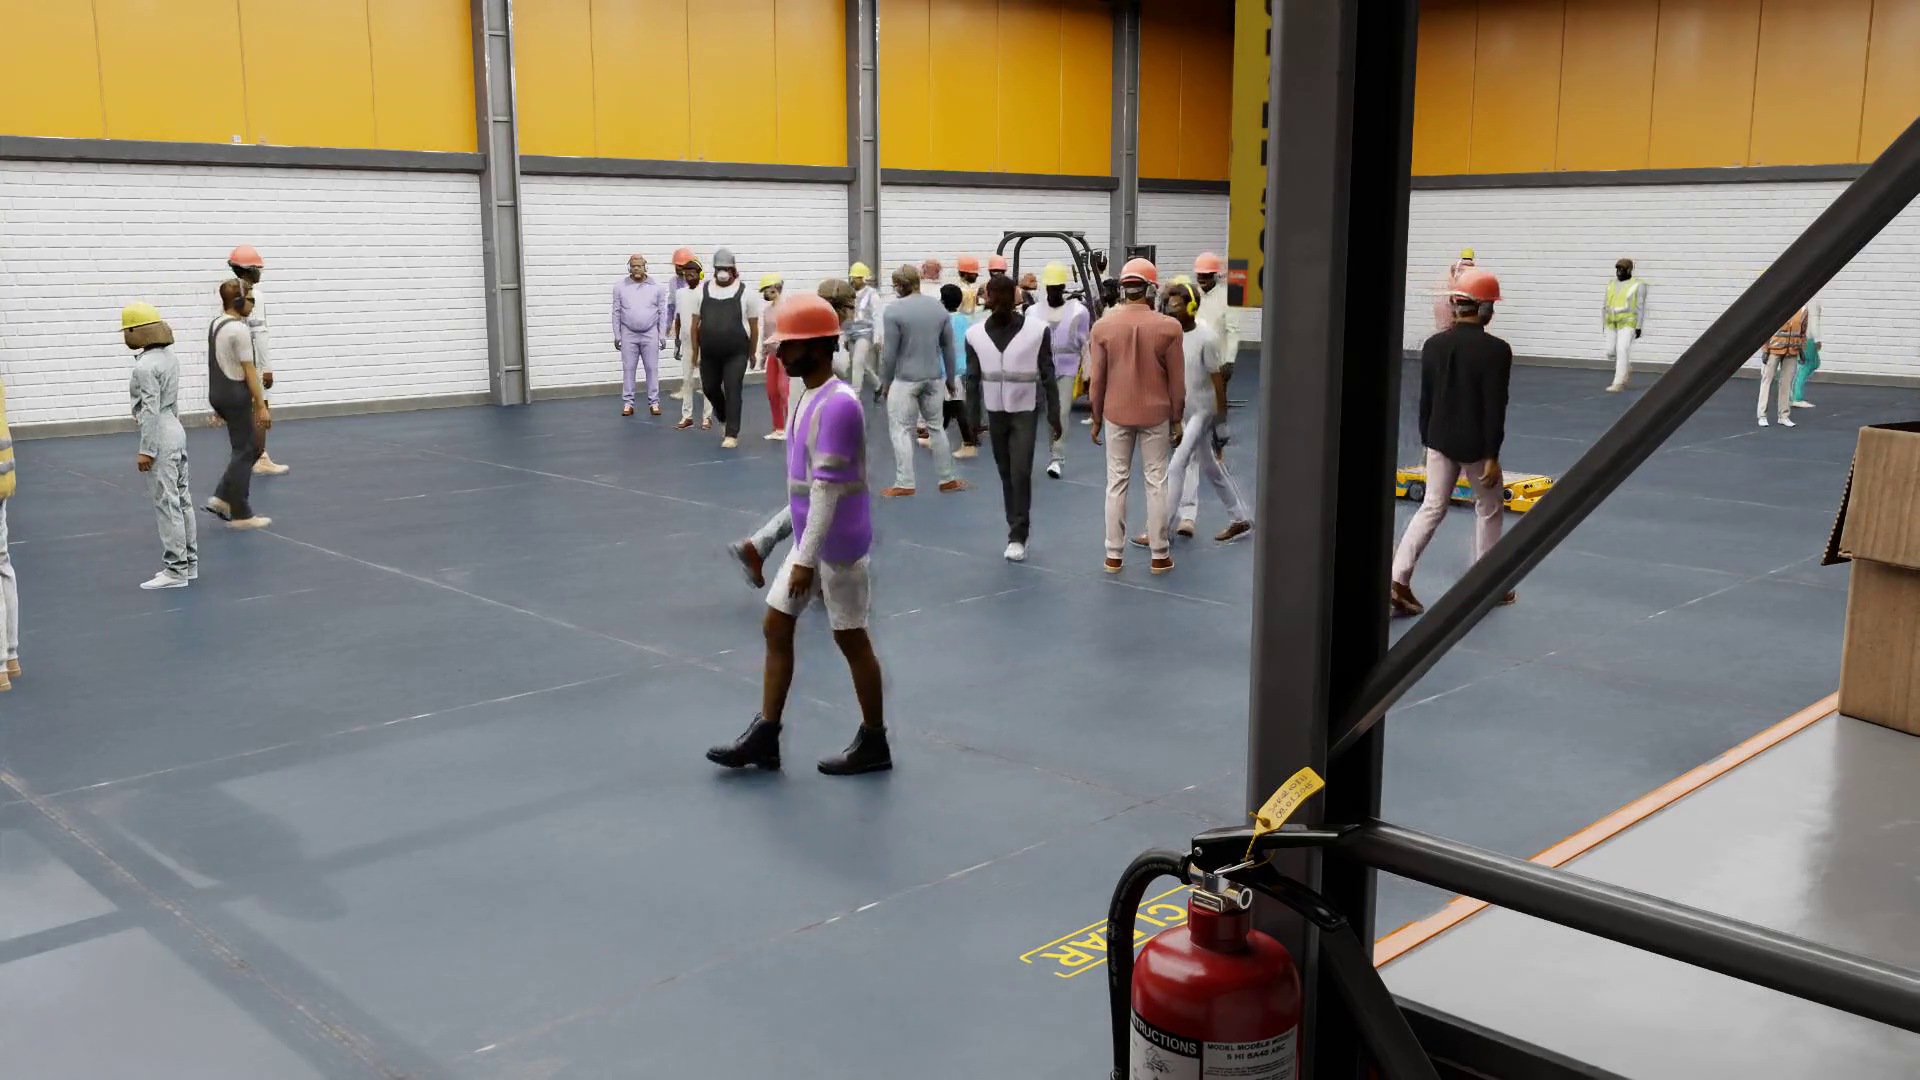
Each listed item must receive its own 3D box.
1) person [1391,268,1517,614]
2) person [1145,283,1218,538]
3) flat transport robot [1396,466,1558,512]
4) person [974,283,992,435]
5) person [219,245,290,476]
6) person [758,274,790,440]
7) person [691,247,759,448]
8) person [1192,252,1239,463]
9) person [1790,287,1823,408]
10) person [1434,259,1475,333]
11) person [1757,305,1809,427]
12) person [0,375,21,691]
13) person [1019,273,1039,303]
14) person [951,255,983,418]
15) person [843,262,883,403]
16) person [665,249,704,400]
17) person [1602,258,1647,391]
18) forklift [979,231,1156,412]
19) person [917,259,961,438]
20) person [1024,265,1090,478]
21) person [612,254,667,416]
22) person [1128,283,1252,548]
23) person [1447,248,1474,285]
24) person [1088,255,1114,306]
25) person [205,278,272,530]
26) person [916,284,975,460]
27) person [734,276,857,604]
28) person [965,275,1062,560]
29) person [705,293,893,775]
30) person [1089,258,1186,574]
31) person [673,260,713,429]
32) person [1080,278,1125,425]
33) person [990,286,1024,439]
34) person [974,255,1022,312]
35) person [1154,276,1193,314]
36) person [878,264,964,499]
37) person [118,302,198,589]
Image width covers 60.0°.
[{"bbox_3d":[2.784,-0.545,9.357,0.995,1.958,0.625,-7,13,-34],"label":"person"},{"bbox_3d":[1.499,-0.918,11.860,0.650,1.798,0.792,3,11,14],"label":"person"},{"bbox_3d":[4.113,-0.433,13.337,0.652,0.197,1.431,-10,14,-44],"label":"flat transport robot"},{"bbox_3d":[0.303,-1.945,17.898,0.279,1.627,0.522,-8,13,-36],"label":"person"},{"bbox_3d":[-6.310,-1.594,14.830,0.636,2.041,0.393,8,13,36],"label":"person"},{"bbox_3d":[-1.903,-1.914,17.423,0.366,1.721,0.558,-9,13,-39],"label":"person"},{"bbox_3d":[-2.392,-1.988,16.983,0.690,2.000,0.825,1,10,6],"label":"person"},{"bbox_3d":[2.291,-1.663,15.412,0.618,1.971,0.603,6,12,31],"label":"person"},{"bbox_3d":[10.516,-2.500,20.564,0.363,1.755,0.530,4,11,19],"label":"person"},{"bbox_3d":[4.693,-1.677,15.655,0.403,1.906,0.651,8,13,37],"label":"person"},{"bbox_3d":[9.203,-2.084,18.600,0.514,1.642,0.314,0,10,0],"label":"person"},{"bbox_3d":[-4.654,-0.194,7.763,0.430,1.838,0.624,-3,11,-15],"label":"person"},{"bbox_3d":[0.989,-3.058,24.046,0.847,1.582,0.515,-8,13,-39],"label":"person"},{"bbox_3d":[0.021,-2.352,19.378,0.634,1.899,0.624,-6,12,-29],"label":"person"},{"bbox_3d":[-1.201,-2.562,20.766,0.809,1.808,0.599,-10,15,-44],"label":"person"},{"bbox_3d":[-3.498,-2.842,21.908,0.979,1.972,0.646,-10,14,-43],"label":"person"},{"bbox_3d":[9.146,-2.963,22.905,0.643,1.827,0.638,-7,13,-35],"label":"person"},{"bbox_3d":[1.222,-2.721,20.561,2.313,2.155,1.214,2,11,13],"label":"forklift"},{"bbox_3d":[-0.364,-2.011,17.541,0.683,1.881,0.640,-7,13,-35],"label":"person"},{"bbox_3d":[0.838,-1.505,14.820,0.610,1.866,1.004,3,11,16],"label":"person"},{"bbox_3d":[-3.801,-2.427,19.744,0.641,1.908,0.407,-2,11,-10],"label":"person"},{"bbox_3d":[1.642,-0.857,11.462,0.967,1.812,0.505,-4,11,-19],"label":"person"},{"bbox_3d":[8.053,-3.683,26.533,0.585,1.929,0.370,3,11,14],"label":"person"},{"bbox_3d":[1.934,-3.046,23.220,0.532,1.871,0.319,-8,13,-36],"label":"person"},{"bbox_3d":[-5.205,-0.972,12.028,0.399,1.825,0.503,-9,14,-40],"label":"person"},{"bbox_3d":[-0.155,-1.614,15.955,0.835,1.654,0.552,7,13,34],"label":"person"},{"bbox_3d":[-0.911,-0.546,9.492,0.697,1.907,0.684,-1,10,-3],"label":"person"},{"bbox_3d":[0.317,-0.800,10.977,0.646,1.864,0.871,4,11,21],"label":"person"},{"bbox_3d":[-0.643,0.014,6.450,0.843,1.907,0.548,-4,11,-22],"label":"person"},{"bbox_3d":[1.121,-0.772,10.506,0.610,1.985,0.392,2,11,11],"label":"person"},{"bbox_3d":[-2.922,-2.150,18.352,0.521,1.865,0.327,2,11,13],"label":"person"},{"bbox_3d":[1.816,-2.104,18.675,0.840,1.662,0.536,-3,11,-15],"label":"person"},{"bbox_3d":[0.514,-1.829,17.231,0.279,1.633,0.500,-5,11,-25],"label":"person"},{"bbox_3d":[0.444,-2.302,19.059,0.572,1.913,0.785,2,11,12],"label":"person"},{"bbox_3d":[2.090,-1.707,16.279,0.654,1.731,0.695,6,12,32],"label":"person"},{"bbox_3d":[-0.270,-1.297,13.626,0.853,1.907,0.377,-8,13,-38],"label":"person"},{"bbox_3d":[-4.884,-0.573,10.104,0.309,1.735,0.484,-1,10,-7],"label":"person"}]
